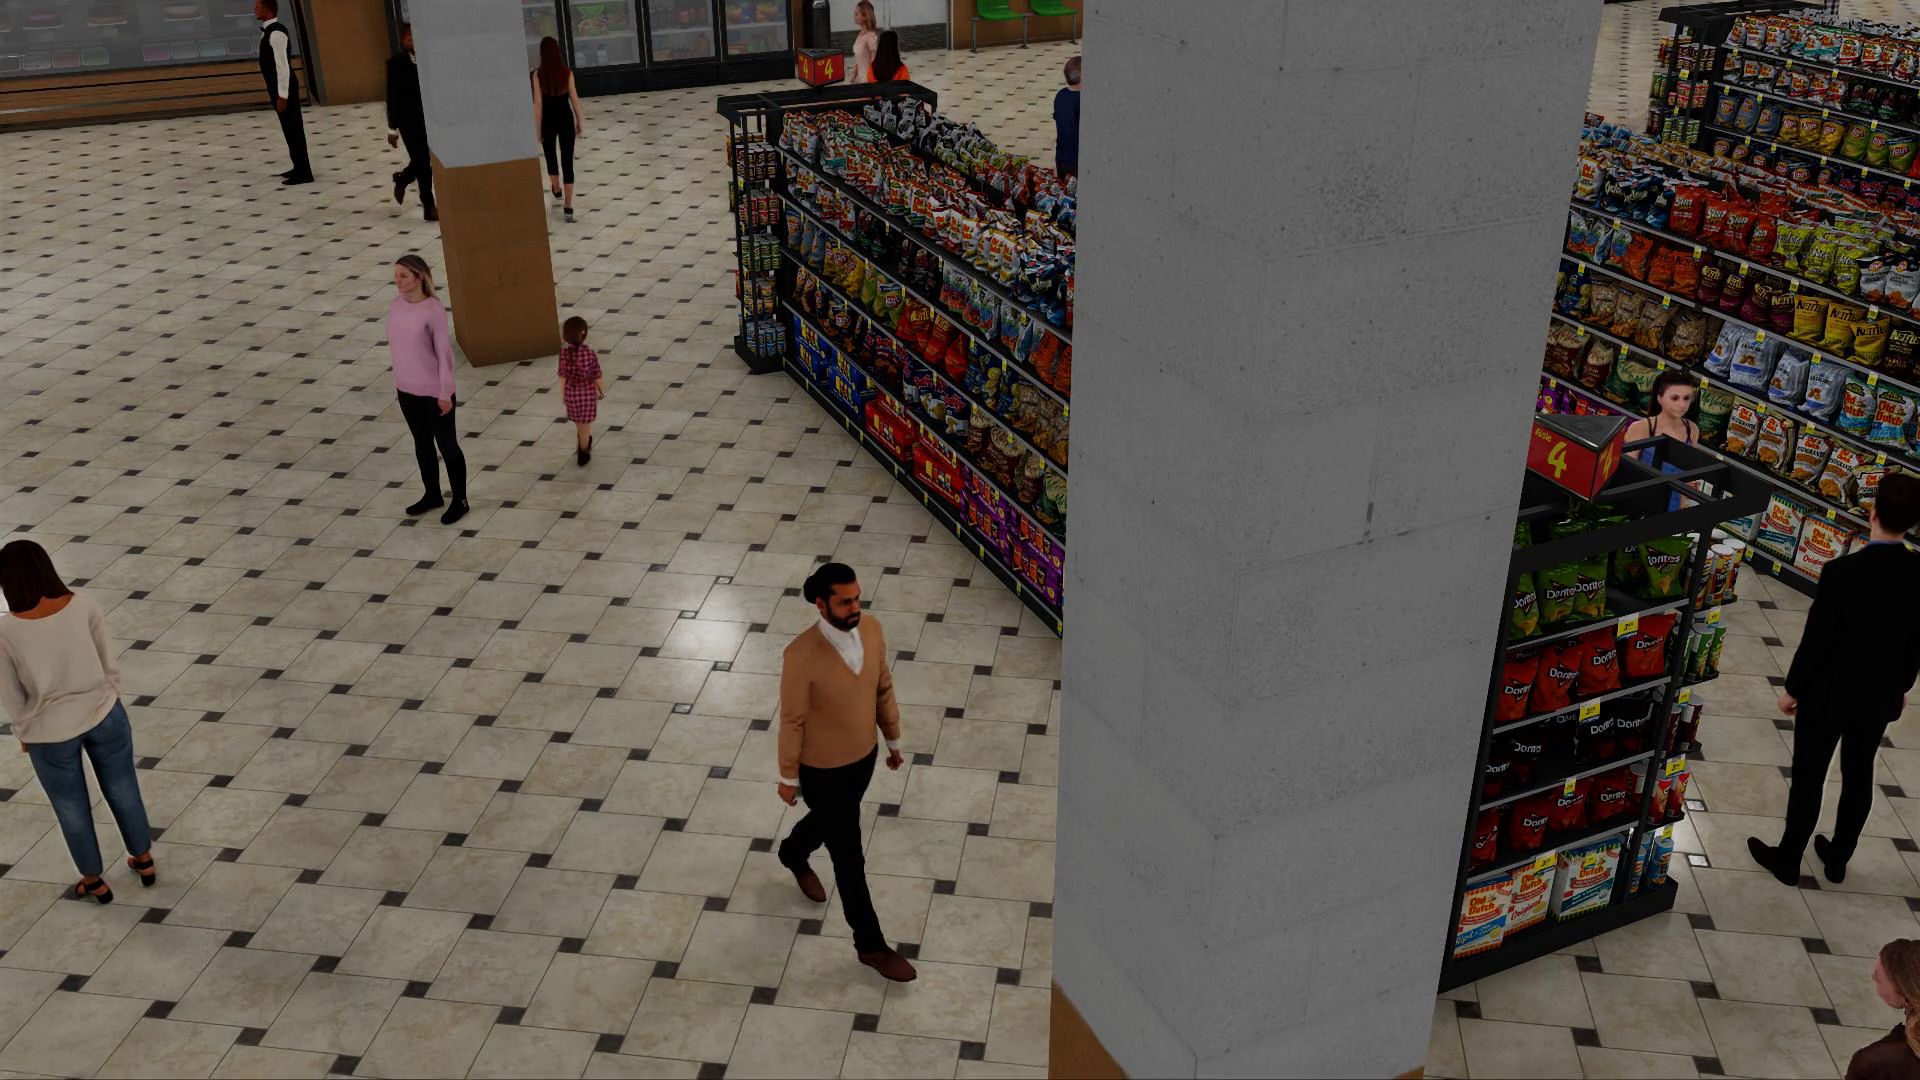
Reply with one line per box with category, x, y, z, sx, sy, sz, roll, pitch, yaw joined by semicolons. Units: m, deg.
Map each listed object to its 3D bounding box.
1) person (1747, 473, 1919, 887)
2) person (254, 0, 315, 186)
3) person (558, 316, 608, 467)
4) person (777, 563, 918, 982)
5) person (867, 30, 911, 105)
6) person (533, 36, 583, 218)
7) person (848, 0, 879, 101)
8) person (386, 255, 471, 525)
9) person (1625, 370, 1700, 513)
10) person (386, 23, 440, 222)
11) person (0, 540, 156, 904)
person;3.716;0.612;6.942;0.776;1.890;0.737;-1;27;-2
person;-7.078;-4.717;17.419;0.744;1.919;0.513;-11;29;-20
person;-2.530;-0.969;11.036;0.571;1.007;0.697;0;27;0
person;-0.545;0.852;6.653;1.263;1.725;0.985;22;34;36
person;-0.751;-4.115;16.462;1.089;1.710;1.030;17;31;29
person;-3.932;-3.997;16.252;0.748;1.690;1.162;-6;28;-12
person;-0.850;-4.774;17.658;0.795;1.803;0.933;-4;27;-7
person;-3.271;-0.936;10.217;0.665;1.688;0.745;13;30;24
person;3.602;-0.134;8.723;0.625;1.610;0.626;-4;27;-7
person;-5.345;-4.045;16.148;1.262;1.869;1.122;18;32;31
person;-3.665;0.758;6.890;0.655;1.677;0.619;-19;33;-33
